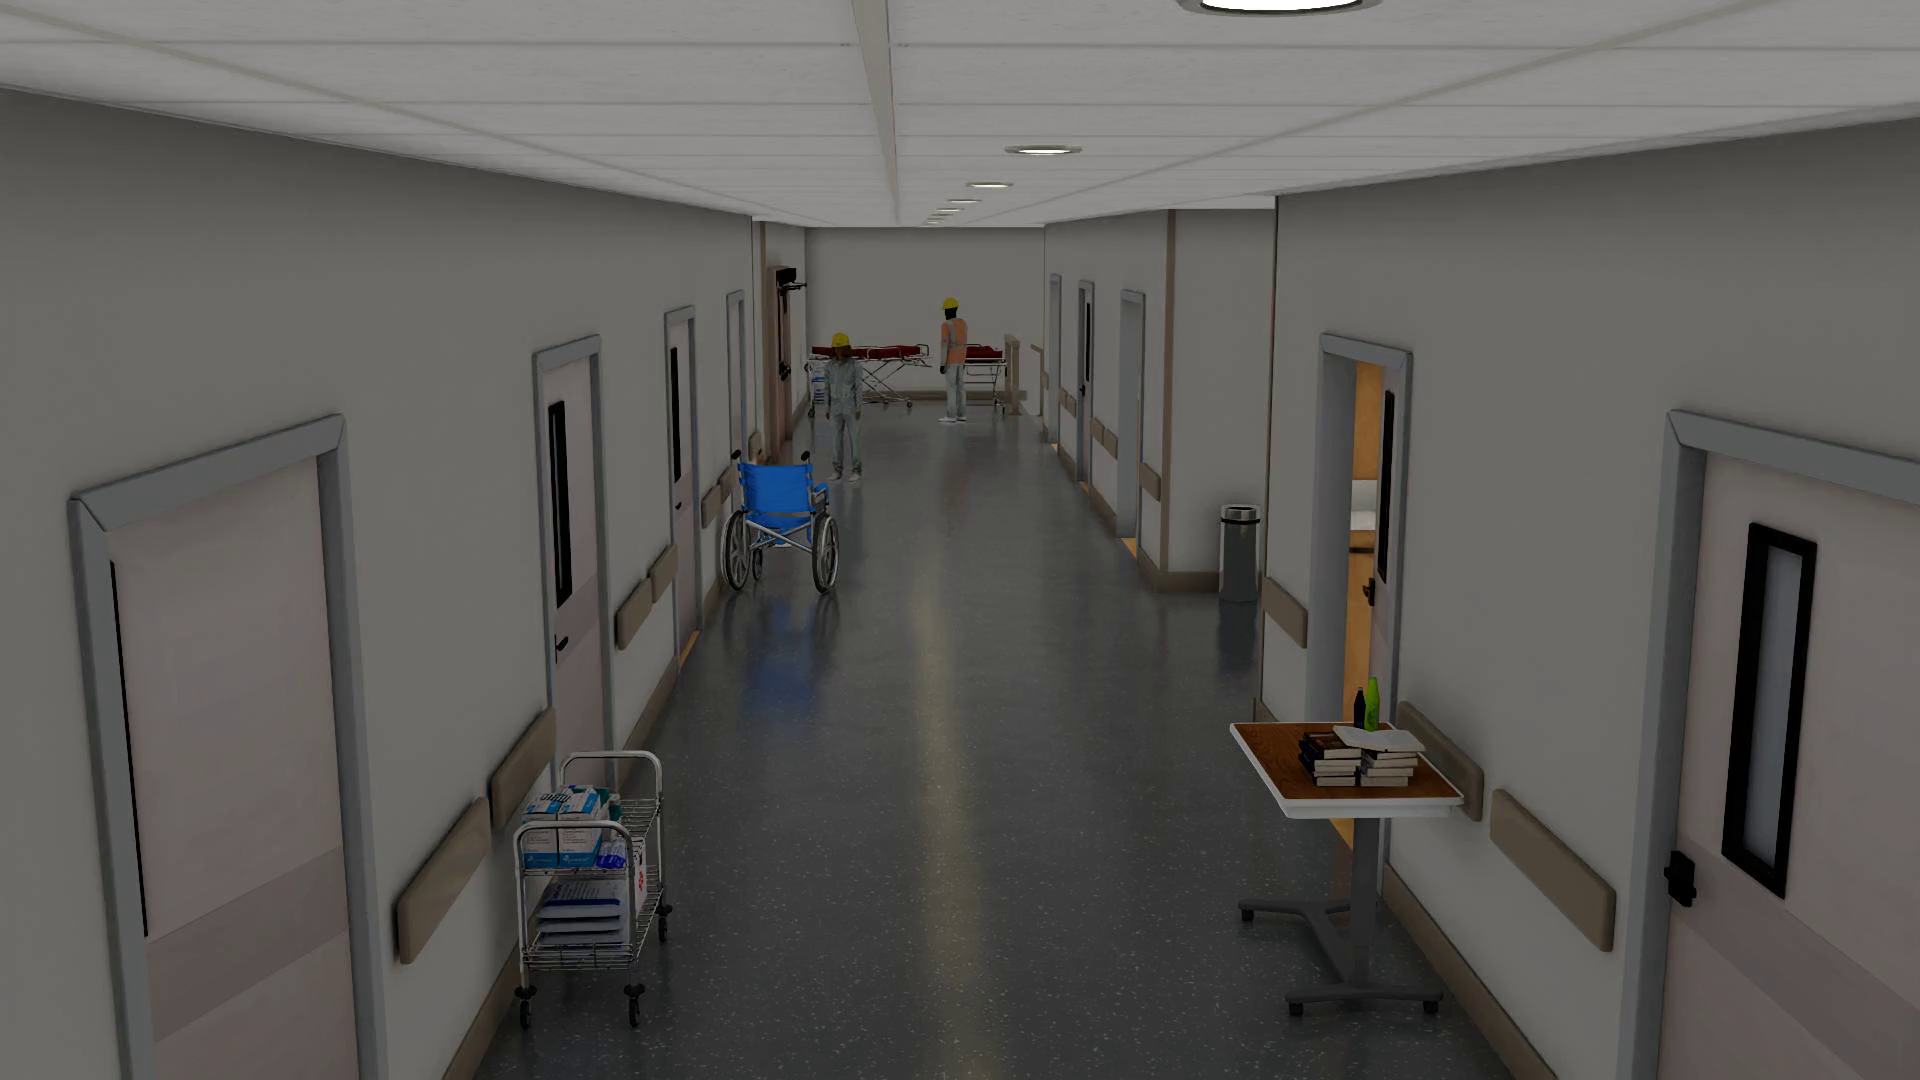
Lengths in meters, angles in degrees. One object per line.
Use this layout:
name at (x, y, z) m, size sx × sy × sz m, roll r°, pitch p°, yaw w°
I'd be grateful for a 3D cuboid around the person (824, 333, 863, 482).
person at (-1.355, -1.532, 19.257) m, size 0.479 × 1.733 × 0.347 m, roll 3°, pitch 11°, yaw 17°

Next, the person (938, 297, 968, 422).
person at (-0.116, -2.775, 25.664) m, size 0.398 × 1.920 × 0.586 m, roll 7°, pitch 13°, yaw 36°
